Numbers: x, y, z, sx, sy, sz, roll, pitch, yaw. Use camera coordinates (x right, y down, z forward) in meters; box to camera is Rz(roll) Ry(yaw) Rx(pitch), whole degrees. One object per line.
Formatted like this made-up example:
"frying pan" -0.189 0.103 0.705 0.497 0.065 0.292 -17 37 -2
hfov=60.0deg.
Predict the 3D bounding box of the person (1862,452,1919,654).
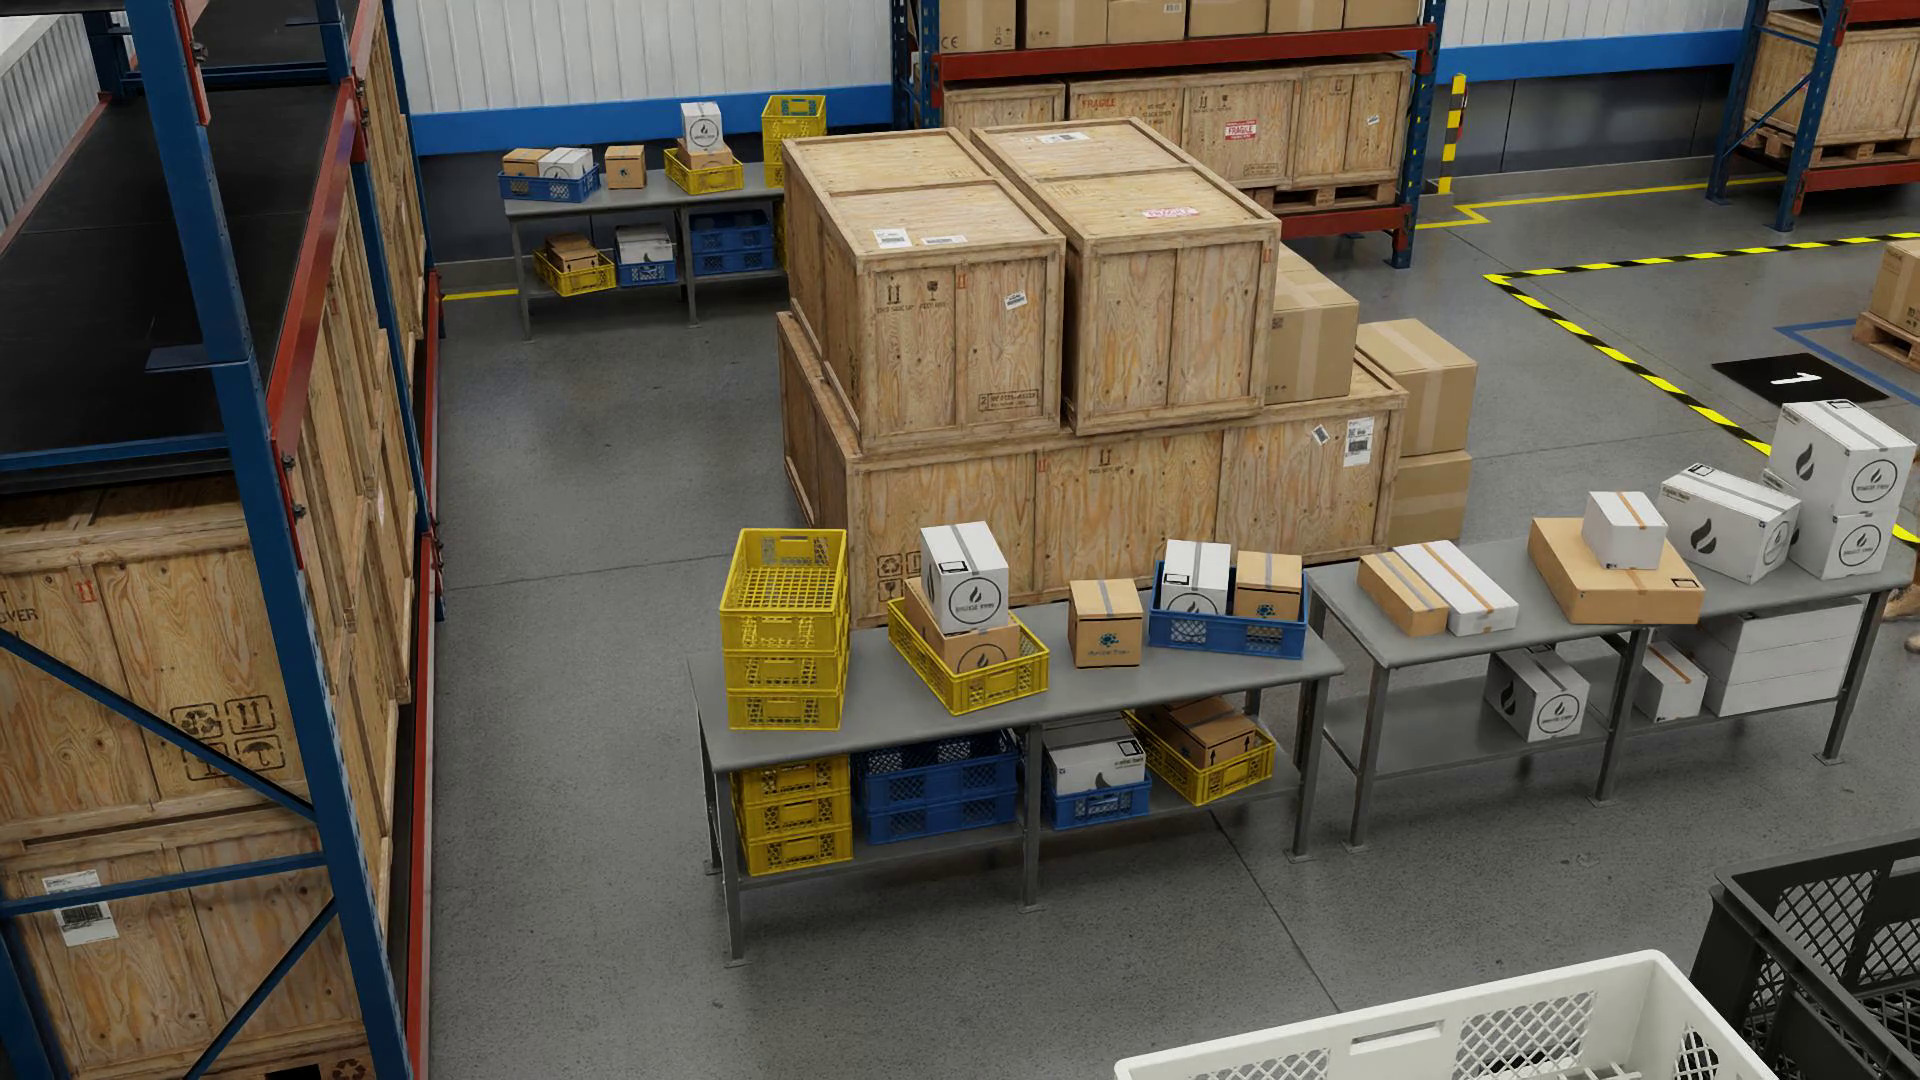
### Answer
"person" 4.859 -0.396 7.999 0.389 2.040 0.613 -6 29 -10
